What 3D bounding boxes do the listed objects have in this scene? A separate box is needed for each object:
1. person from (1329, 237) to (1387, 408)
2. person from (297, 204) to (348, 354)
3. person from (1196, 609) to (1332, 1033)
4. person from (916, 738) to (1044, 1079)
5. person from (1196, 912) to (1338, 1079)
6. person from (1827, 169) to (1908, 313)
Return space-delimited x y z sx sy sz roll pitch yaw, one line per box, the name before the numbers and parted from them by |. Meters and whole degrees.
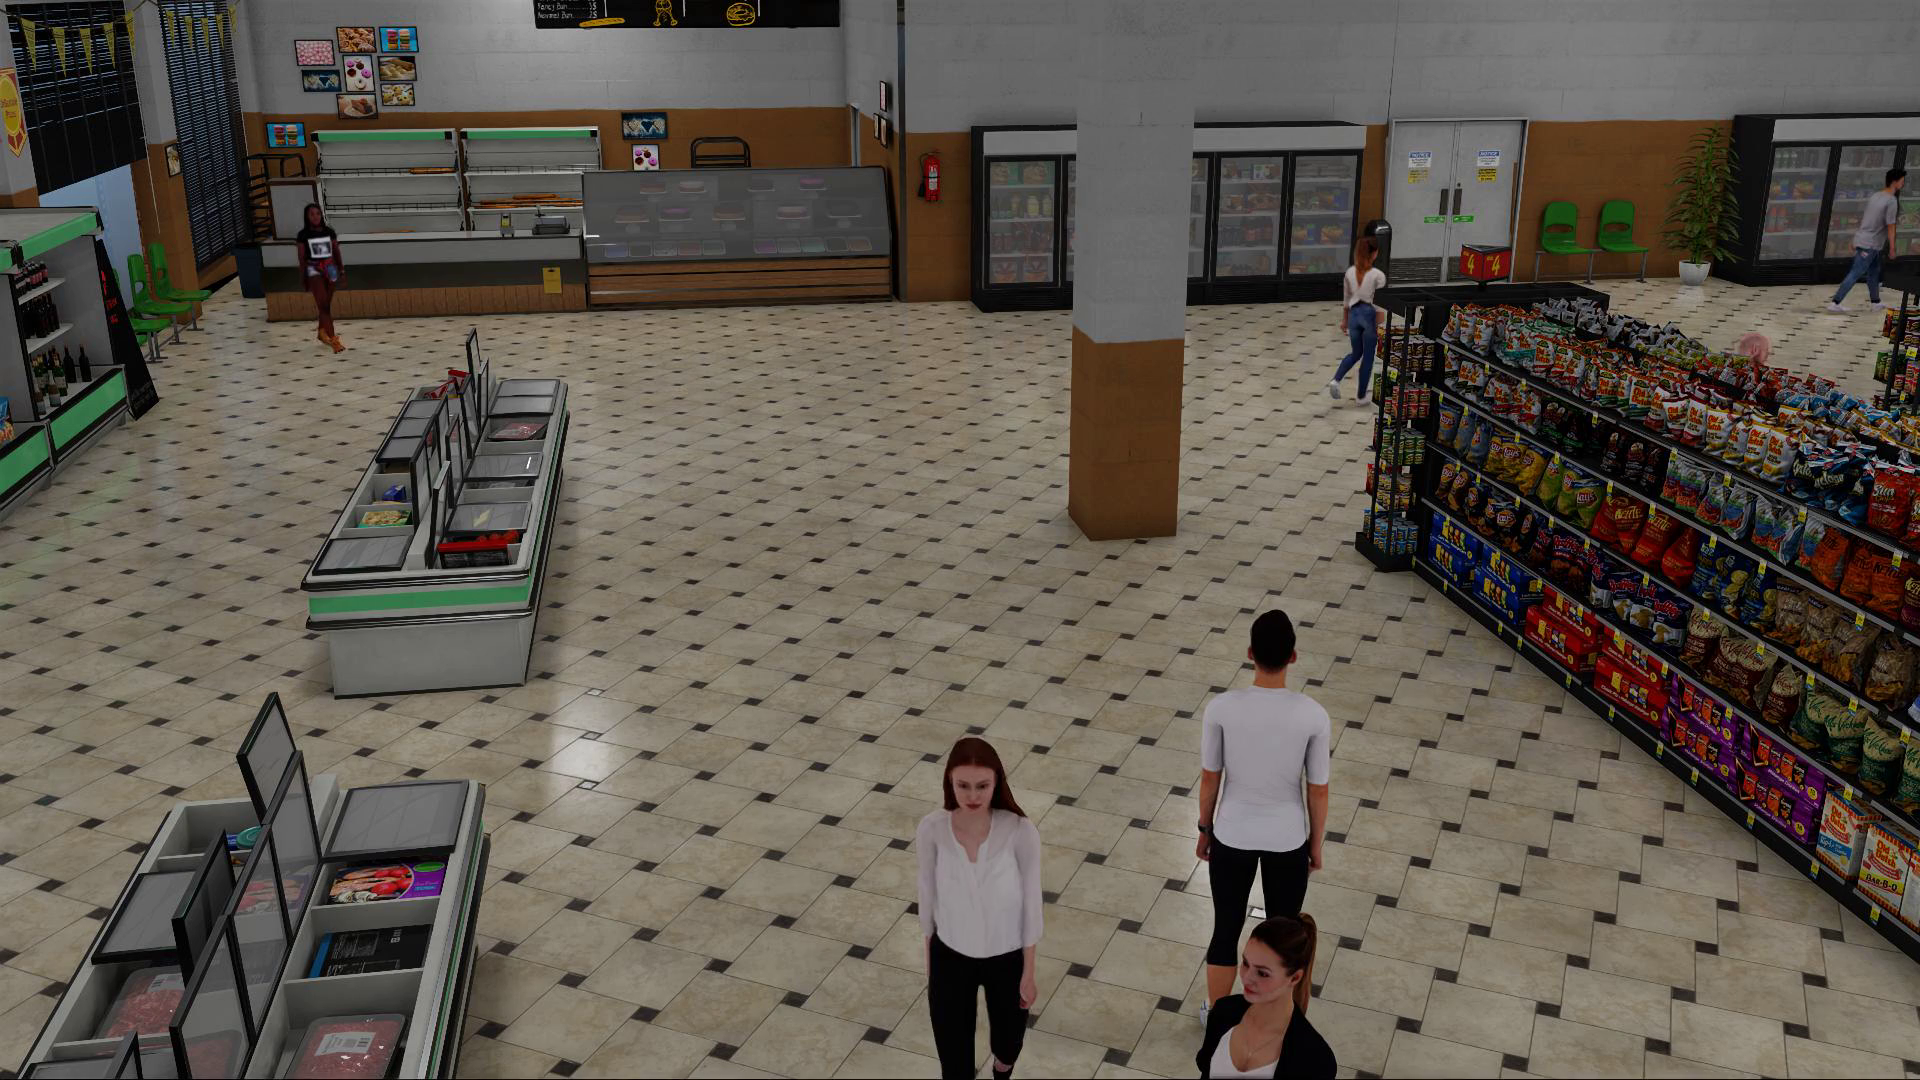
person | 3.978 -2.144 16.577 0.901 1.706 0.887 -16 24 -39
person | -7.376 -2.991 19.154 1.072 1.664 1.307 -16 25 -40
person | 1.182 1.165 6.541 0.722 1.848 0.680 4 19 11
person | 0.092 1.472 5.807 0.794 1.734 1.148 2 19 6
person | 0.871 1.835 4.811 0.775 1.684 0.661 -14 23 -36
person | 11.542 -3.794 21.273 0.925 1.832 1.090 -1 19 -2
